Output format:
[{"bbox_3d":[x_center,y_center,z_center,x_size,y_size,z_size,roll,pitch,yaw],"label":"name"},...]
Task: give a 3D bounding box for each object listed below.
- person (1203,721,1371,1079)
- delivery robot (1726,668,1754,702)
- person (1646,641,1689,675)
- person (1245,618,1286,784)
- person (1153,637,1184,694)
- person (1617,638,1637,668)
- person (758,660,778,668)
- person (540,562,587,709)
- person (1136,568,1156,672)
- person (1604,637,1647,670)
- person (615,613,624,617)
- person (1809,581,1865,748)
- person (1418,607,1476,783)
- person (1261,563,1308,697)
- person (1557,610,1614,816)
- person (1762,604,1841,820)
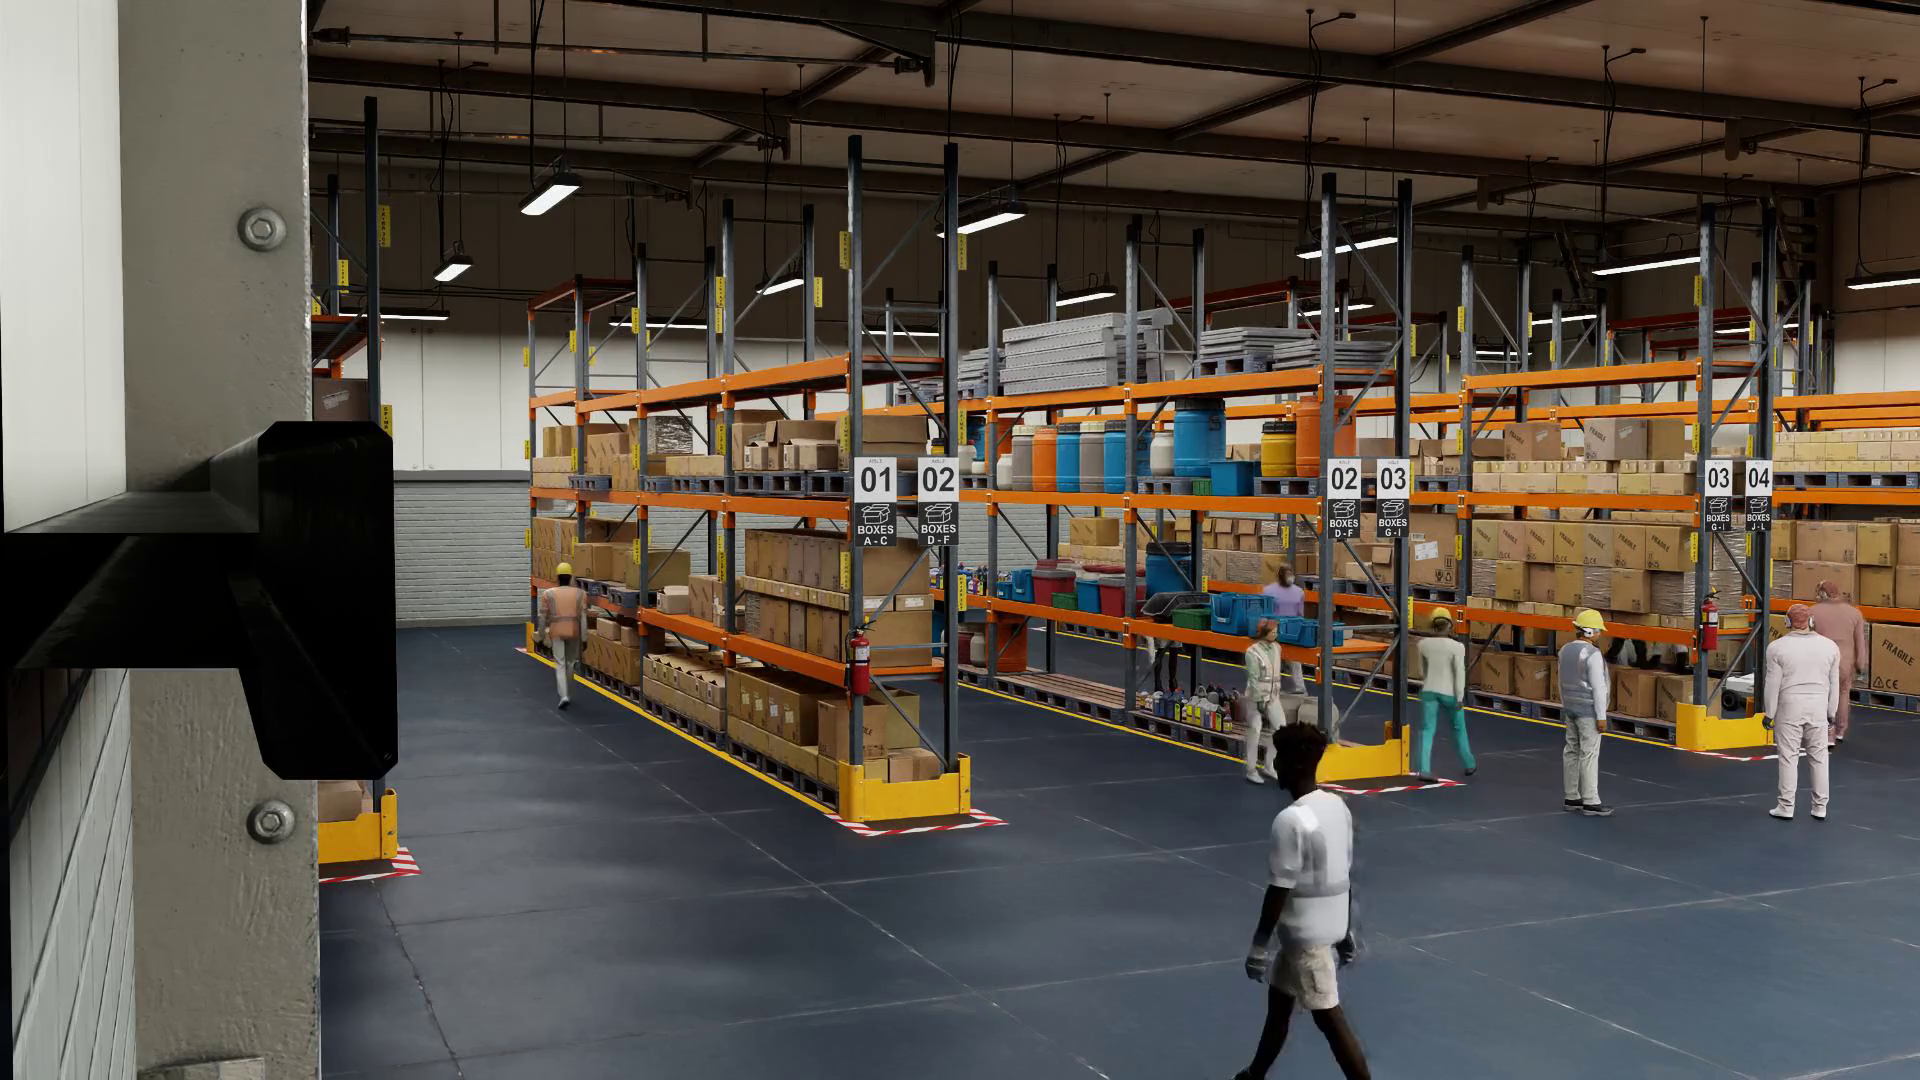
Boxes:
[{"bbox_3d":[1.585,1.797,8.328,0.998,1.914,0.622,1,3,33],"label":"person"},{"bbox_3d":[10.181,1.882,22.891,0.477,0.478,0.707,-2,3,-35],"label":"delivery robot"},{"bbox_3d":[9.706,1.297,24.643,0.549,1.651,0.795,-1,2,-14],"label":"person"},{"bbox_3d":[2.999,1.577,17.553,0.529,1.626,0.445,-1,3,-33],"label":"person"},{"bbox_3d":[2.887,1.161,24.593,0.551,1.934,0.373,-1,2,-26],"label":"person"},{"bbox_3d":[9.790,1.097,26.499,0.629,1.925,0.427,-1,2,-26],"label":"person"},{"bbox_3d":[-2.983,1.061,27.191,0.550,1.935,0.376,-2,3,-36],"label":"person"},{"bbox_3d":[-5.162,1.235,23.407,0.592,1.888,0.927,-1,2,-24],"label":"person"},{"bbox_3d":[2.813,1.222,27.467,0.508,1.586,0.854,-1,2,-15],"label":"person"},{"bbox_3d":[9.438,1.165,25.398,0.598,1.876,0.989,-1,2,-27],"label":"person"},{"bbox_3d":[-6.425,0.782,34.378,0.995,1.946,0.615,0,2,7],"label":"person"},{"bbox_3d":[9.761,1.380,20.100,0.648,1.843,0.998,0,2,12],"label":"person"},{"bbox_3d":[4.798,1.531,17.812,0.521,1.711,0.889,2,3,38],"label":"person"},{"bbox_3d":[4.183,1.246,23.047,0.655,1.884,1.020,-1,2,-14],"label":"person"},{"bbox_3d":[5.639,1.541,16.128,0.404,1.824,0.586,-1,2,-15],"label":"person"},{"bbox_3d":[7.415,1.516,15.827,0.639,1.902,0.406,0,2,4],"label":"person"}]
